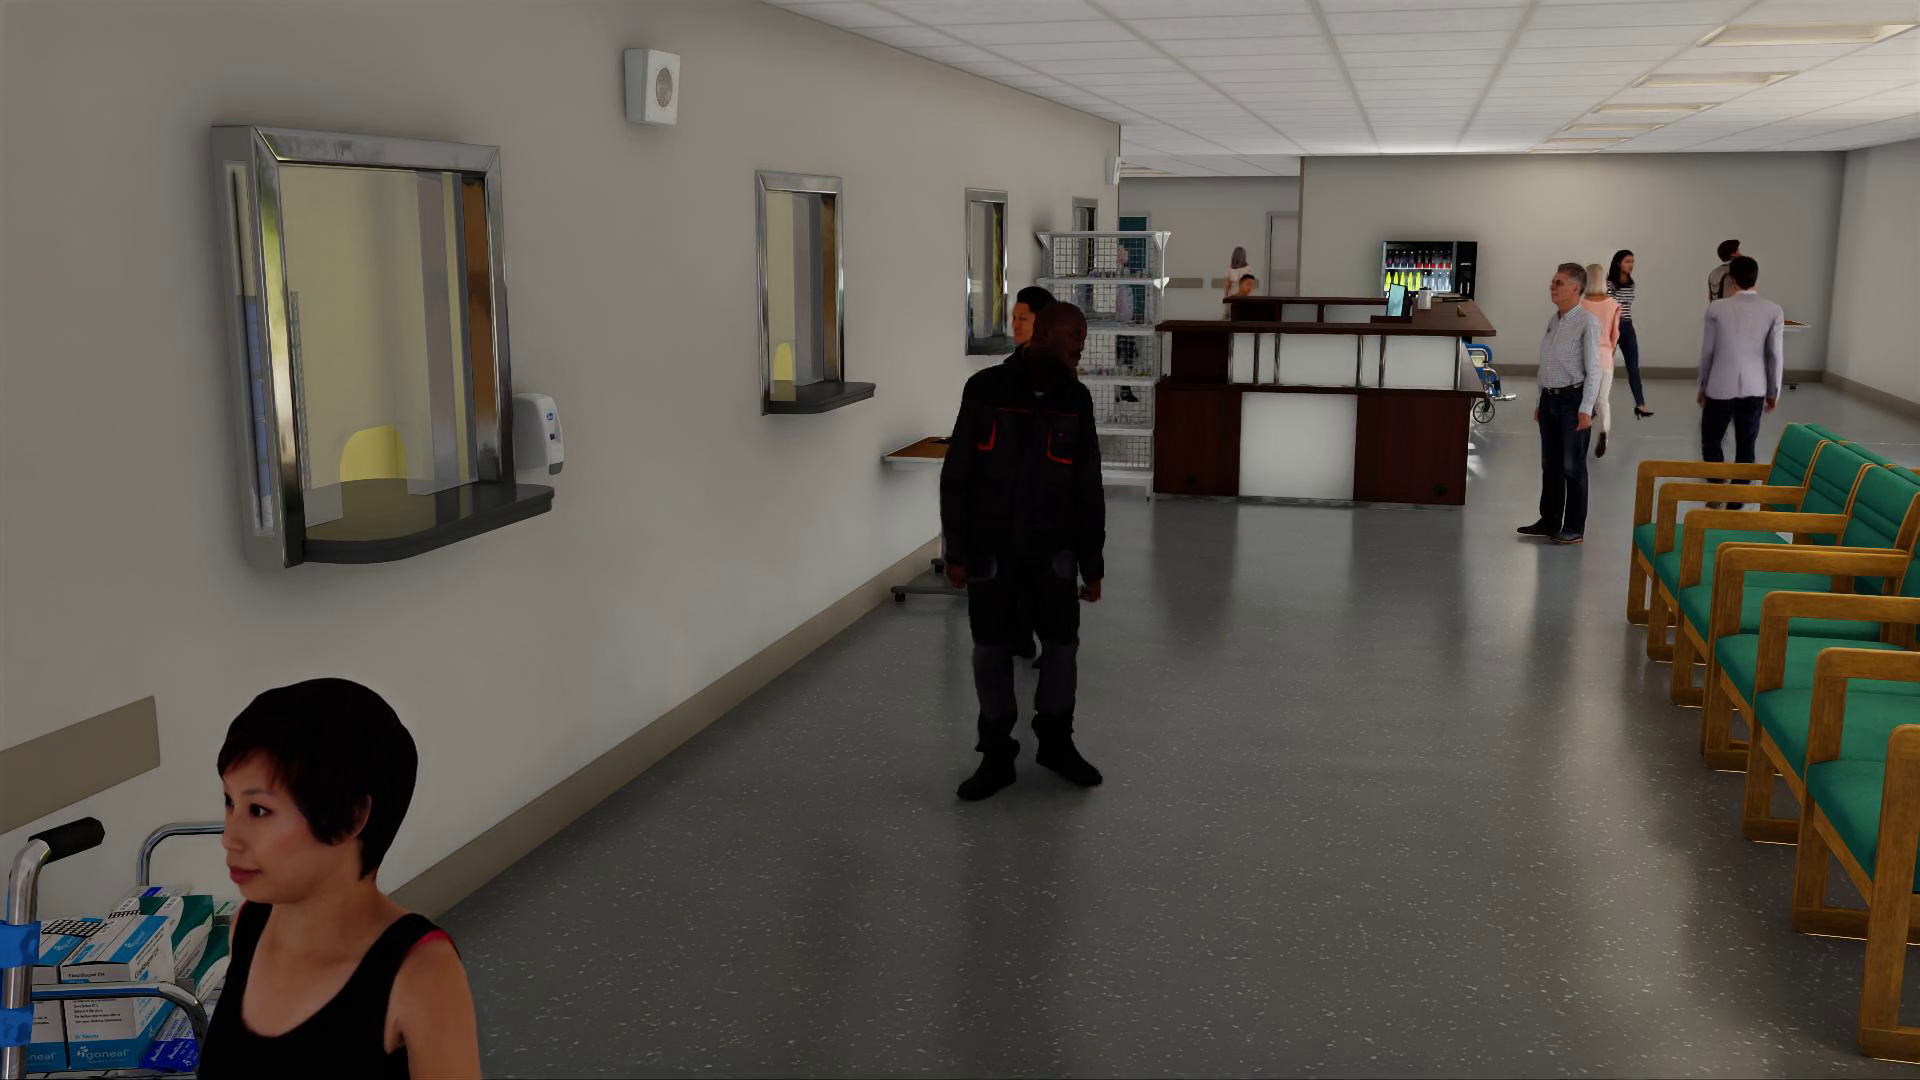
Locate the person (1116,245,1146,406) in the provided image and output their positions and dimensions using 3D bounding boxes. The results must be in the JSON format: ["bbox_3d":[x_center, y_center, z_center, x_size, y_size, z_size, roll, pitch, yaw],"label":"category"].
[{"bbox_3d":[1.718,-2.435,18.944,0.765,1.826,0.739,1,11,7],"label":"person"}]

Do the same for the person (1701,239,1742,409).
[{"bbox_3d":[8.574,-2.425,18.704,0.708,1.896,0.720,-2,11,-10],"label":"person"}]

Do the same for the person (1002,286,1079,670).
[{"bbox_3d":[0.362,-0.289,7.763,0.635,1.778,0.780,10,15,43],"label":"person"}]

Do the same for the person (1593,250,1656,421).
[{"bbox_3d":[6.737,-2.081,17.282,1.141,1.734,1.132,-5,12,-24],"label":"person"}]

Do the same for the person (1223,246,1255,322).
[{"bbox_3d":[4.168,-3.497,24.822,0.674,1.720,0.665,2,11,12],"label":"person"}]

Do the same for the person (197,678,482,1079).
[{"bbox_3d":[-0.728,0.915,2.027,0.522,1.552,0.653,6,12,30],"label":"person"}]

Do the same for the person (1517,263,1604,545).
[{"bbox_3d":[3.959,-0.897,10.857,0.754,1.818,0.739,-4,11,-19],"label":"person"}]

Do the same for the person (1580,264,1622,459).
[{"bbox_3d":[5.566,-1.545,14.582,0.922,1.703,0.699,2,11,9],"label":"person"}]

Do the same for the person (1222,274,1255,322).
[{"bbox_3d":[3.402,-2.531,20.482,0.482,1.441,0.720,4,11,19],"label":"person"}]

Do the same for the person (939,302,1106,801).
[{"bbox_3d":[0.197,0.063,6.055,0.698,1.723,0.890,2,11,13],"label":"person"}]

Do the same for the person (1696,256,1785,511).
[{"bbox_3d":[5.383,-1.030,11.524,0.784,1.831,0.780,4,11,20],"label":"person"}]
